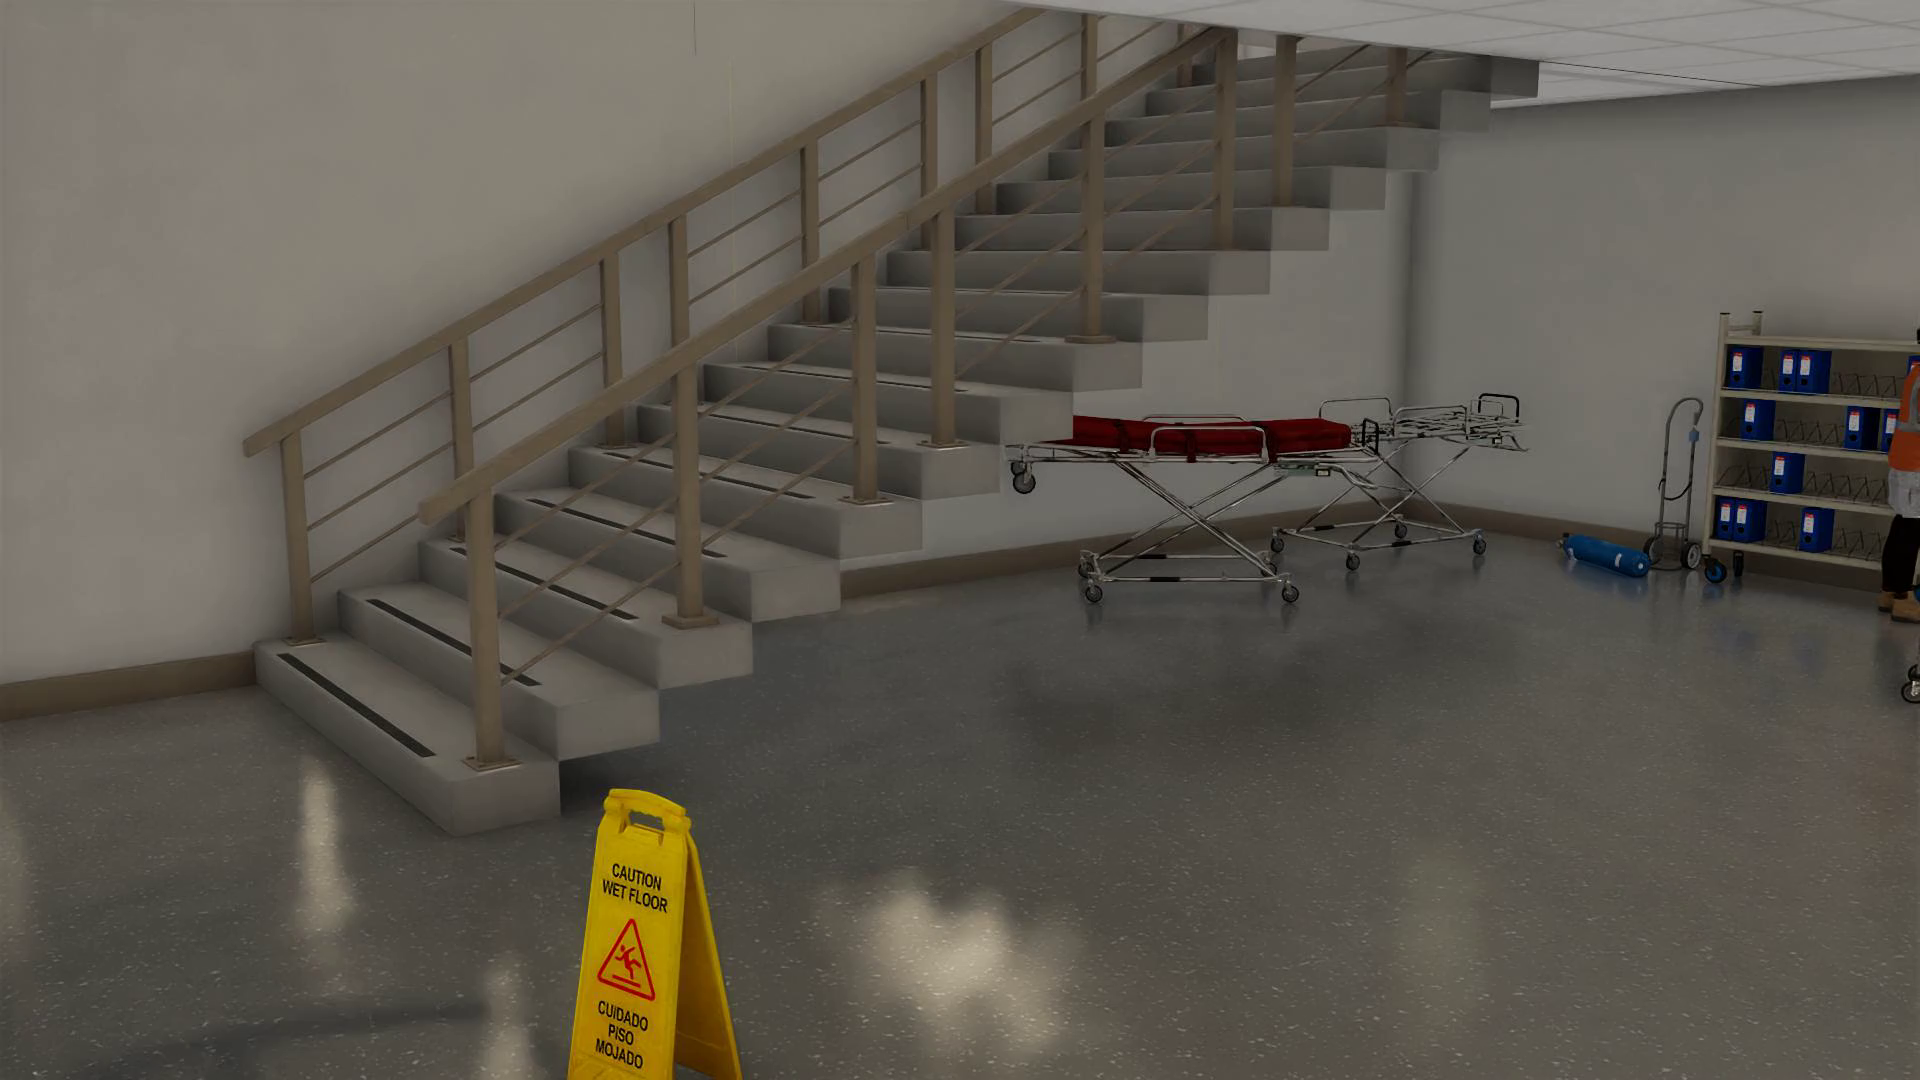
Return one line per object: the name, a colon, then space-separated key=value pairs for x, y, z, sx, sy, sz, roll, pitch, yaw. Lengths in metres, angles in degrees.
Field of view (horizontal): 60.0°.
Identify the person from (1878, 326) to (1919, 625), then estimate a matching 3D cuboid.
person: x=5.266 y=-0.397 z=9.106 sx=0.321 sy=1.699 sz=0.536 roll=3 pitch=10 yaw=19
